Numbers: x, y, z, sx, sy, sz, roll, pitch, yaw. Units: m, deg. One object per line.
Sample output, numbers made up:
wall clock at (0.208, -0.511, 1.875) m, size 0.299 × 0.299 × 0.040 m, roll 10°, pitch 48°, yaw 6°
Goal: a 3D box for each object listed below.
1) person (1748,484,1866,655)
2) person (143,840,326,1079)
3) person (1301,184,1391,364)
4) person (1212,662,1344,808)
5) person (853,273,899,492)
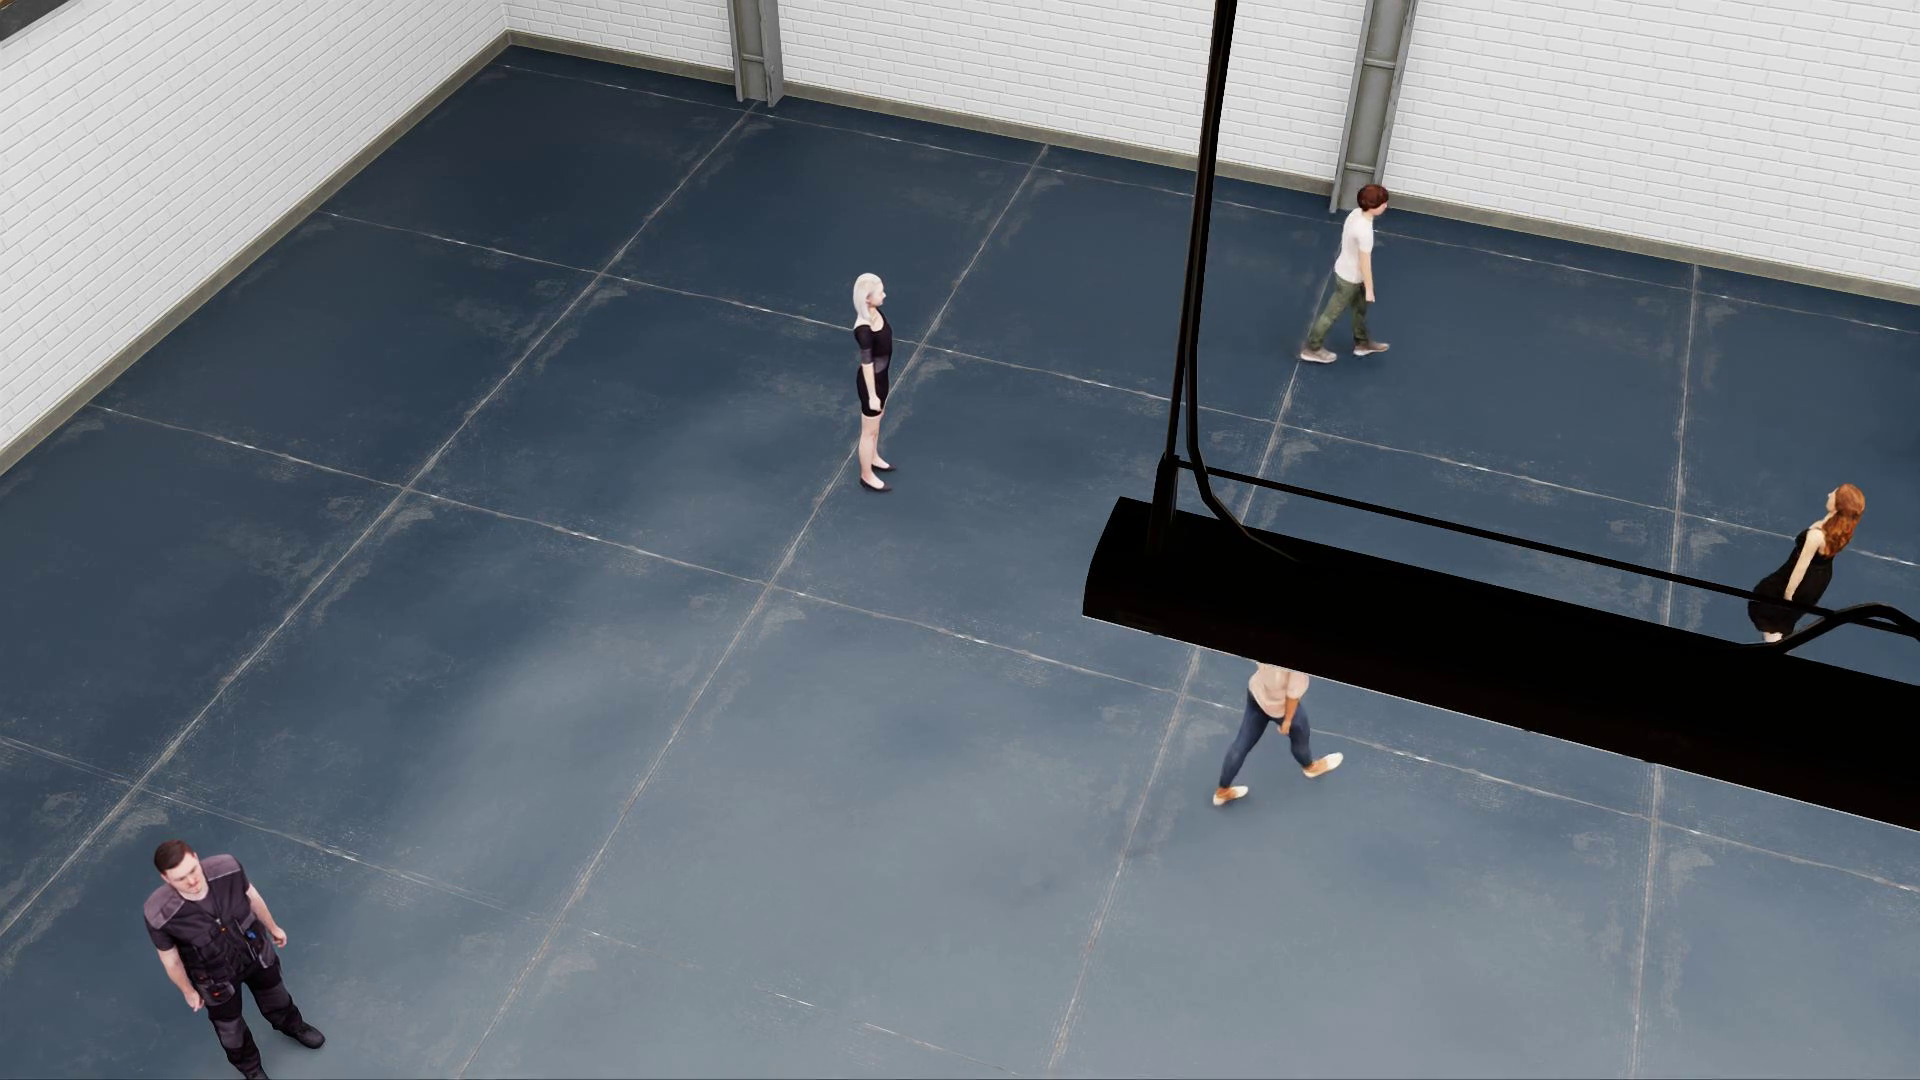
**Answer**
person at (5.436, 0.313, 10.607) m, size 0.748 × 1.611 × 0.809 m, roll -20°, pitch 47°, yaw -20°
person at (-3.750, 2.143, 8.516) m, size 0.710 × 1.845 × 0.786 m, roll 28°, pitch 50°, yaw 26°
person at (2.991, -2.073, 13.101) m, size 1.011 × 1.625 × 0.750 m, roll 3°, pitch 44°, yaw 3°
person at (1.784, 0.968, 9.823) m, size 1.156 × 1.743 × 1.077 m, roll -17°, pitch 46°, yaw -17°
person at (-0.636, -1.131, 11.962) m, size 0.568 × 1.832 × 0.618 m, roll 3°, pitch 44°, yaw 3°
